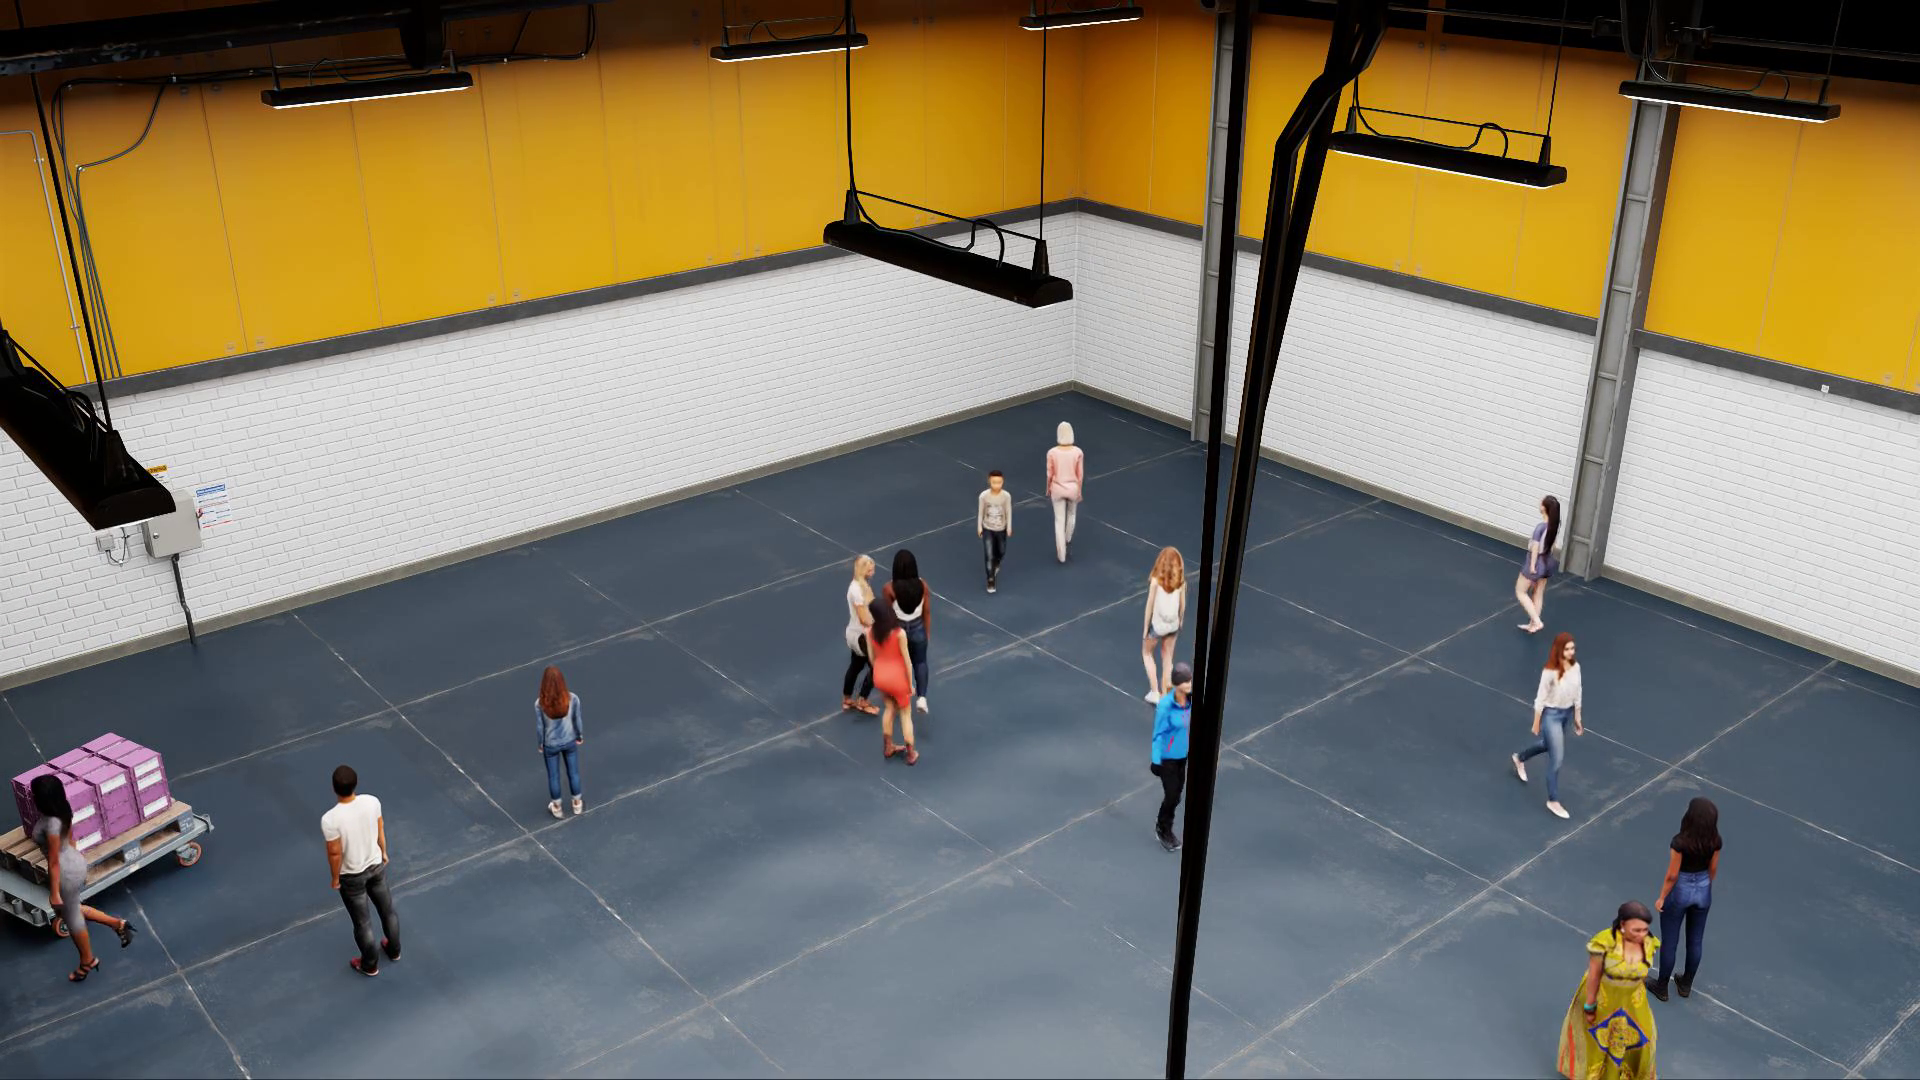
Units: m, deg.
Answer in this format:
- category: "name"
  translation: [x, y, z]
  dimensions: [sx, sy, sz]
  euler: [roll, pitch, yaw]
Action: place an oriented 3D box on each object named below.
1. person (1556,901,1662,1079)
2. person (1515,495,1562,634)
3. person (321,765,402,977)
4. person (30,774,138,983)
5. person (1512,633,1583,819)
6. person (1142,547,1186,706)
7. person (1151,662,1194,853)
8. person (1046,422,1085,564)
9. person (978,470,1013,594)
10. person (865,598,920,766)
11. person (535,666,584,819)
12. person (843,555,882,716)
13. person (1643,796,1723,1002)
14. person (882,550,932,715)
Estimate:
- category: "person"
  translation: [4.519, 3.161, 11.636]
  dimensions: [0.985, 1.643, 1.026]
  euler: [-1, 24, -3]
- category: "person"
  translation: [6.391, 0.309, 18.169]
  dimensions: [0.645, 1.637, 0.679]
  euler: [-14, 27, -29]
- category: "person"
  translation: [-4.631, 2.539, 12.859]
  dimensions: [0.598, 1.804, 0.671]
  euler: [18, 30, 36]
- category: "person"
  translation: [-6.759, 2.587, 12.797]
  dimensions: [0.808, 1.766, 0.789]
  euler: [-10, 26, -23]
- category: "person"
  translation: [5.371, 1.599, 15.142]
  dimensions: [0.765, 1.697, 1.160]
  euler: [-11, 26, -24]
- category: "person"
  translation: [2.068, 0.925, 16.611]
  dimensions: [0.703, 1.755, 0.706]
  euler: [-6, 24, -14]
- category: "person"
  translation: [1.809, 1.848, 14.451]
  dimensions: [0.660, 1.795, 0.604]
  euler: [-15, 28, -31]
- category: "person"
  translation: [1.270, -0.545, 20.060]
  dimensions: [0.992, 1.687, 1.110]
  euler: [0, 24, -1]
- category: "person"
  translation: [0.404, -0.155, 19.471]
  dimensions: [0.868, 1.443, 0.997]
  euler: [-2, 24, -4]
- category: "person"
  translation: [-0.702, 1.364, 15.711]
  dimensions: [0.708, 1.672, 0.819]
  euler: [14, 27, 29]
- category: "person"
  translation: [-3.598, 1.810, 14.936]
  dimensions: [0.604, 1.475, 0.585]
  euler: [-10, 25, -21]
- category: "person"
  translation: [-1.038, 0.989, 16.416]
  dimensions: [0.866, 1.796, 0.805]
  euler: [-4, 24, -9]
- category: "person"
  translation: [5.492, 2.707, 12.559]
  dimensions: [0.658, 1.736, 0.693]
  euler: [-2, 24, -5]
- category: "person"
  translation: [-0.517, 0.965, 16.472]
  dimensions: [0.898, 1.794, 1.042]
  euler: [-5, 24, -11]
